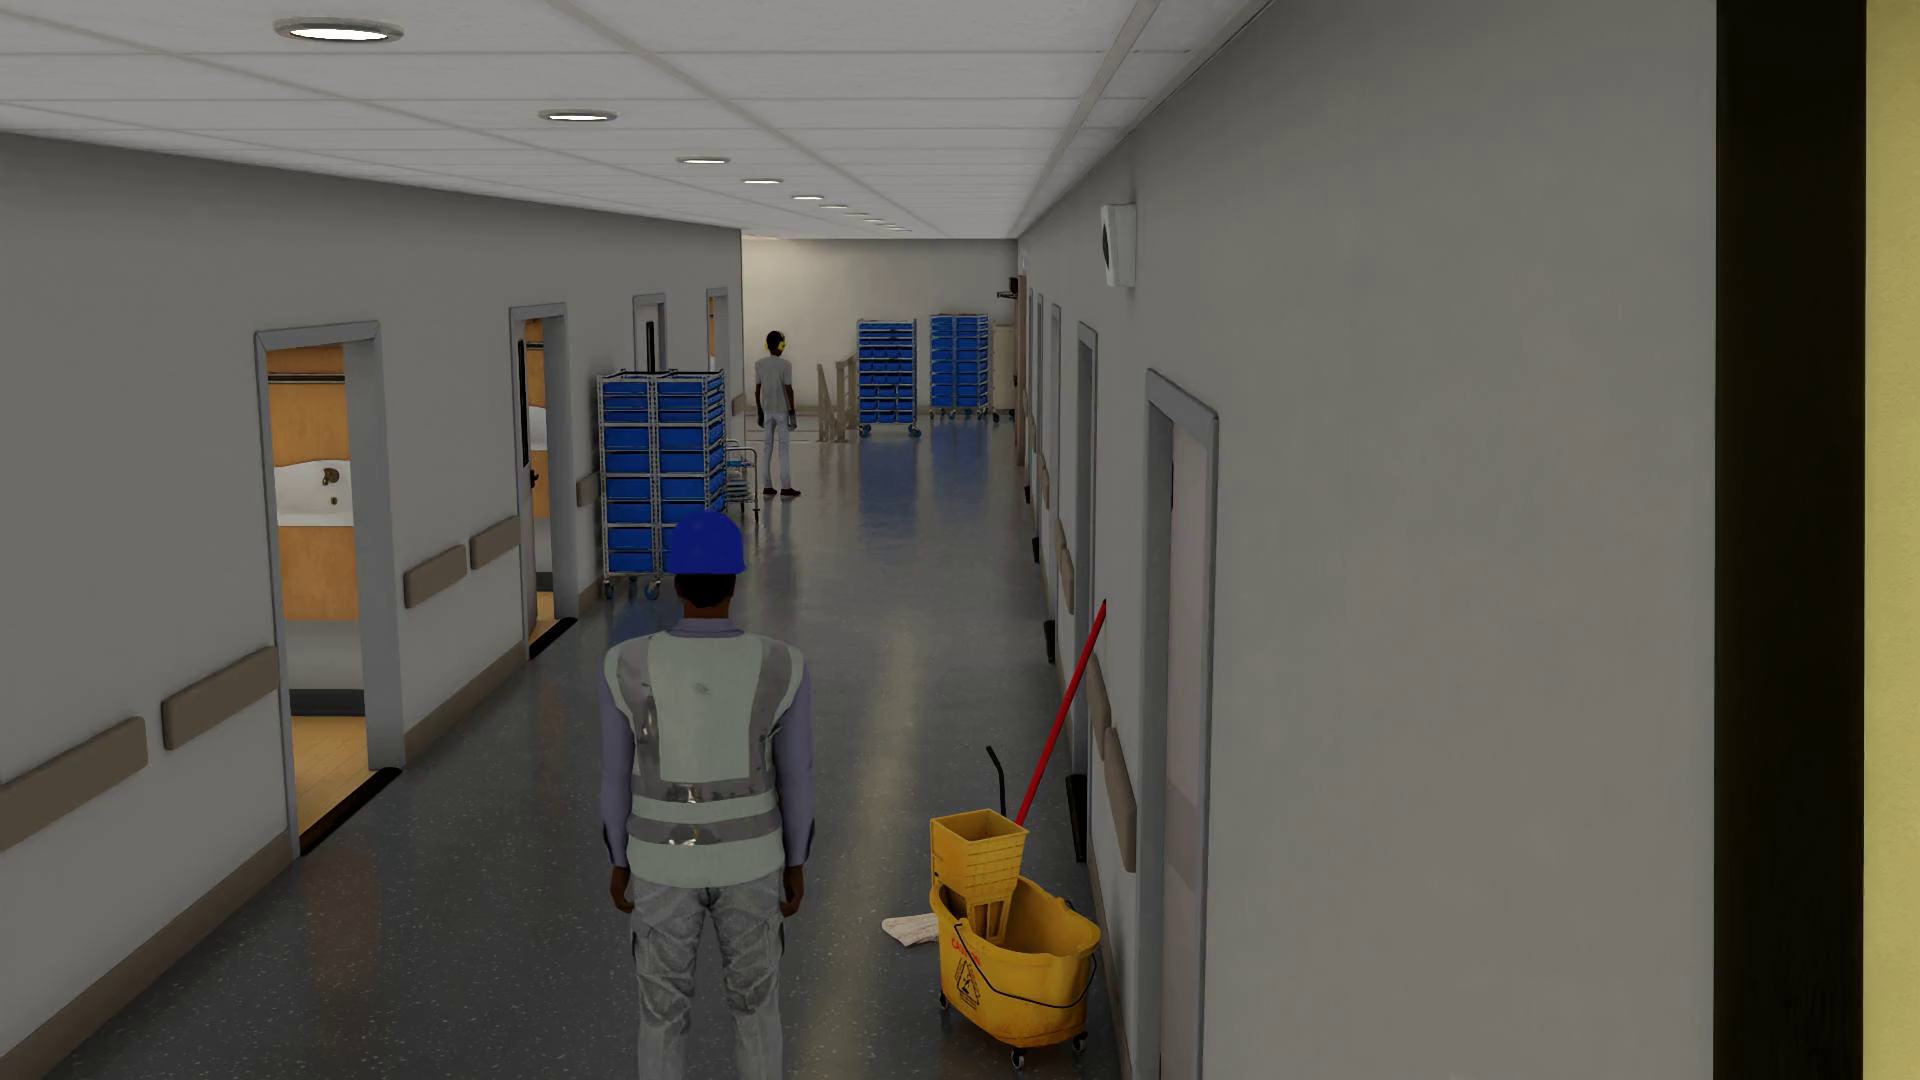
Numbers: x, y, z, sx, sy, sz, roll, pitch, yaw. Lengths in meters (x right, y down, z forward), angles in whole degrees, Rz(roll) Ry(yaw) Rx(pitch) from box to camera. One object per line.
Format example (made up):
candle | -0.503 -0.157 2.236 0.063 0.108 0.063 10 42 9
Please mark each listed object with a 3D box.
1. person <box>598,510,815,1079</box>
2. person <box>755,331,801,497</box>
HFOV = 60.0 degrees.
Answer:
person | -0.709 0.882 4.702 0.595 1.939 0.408 -1 10 -9
person | -2.051 -1.412 18.657 0.508 1.865 0.329 4 10 25
